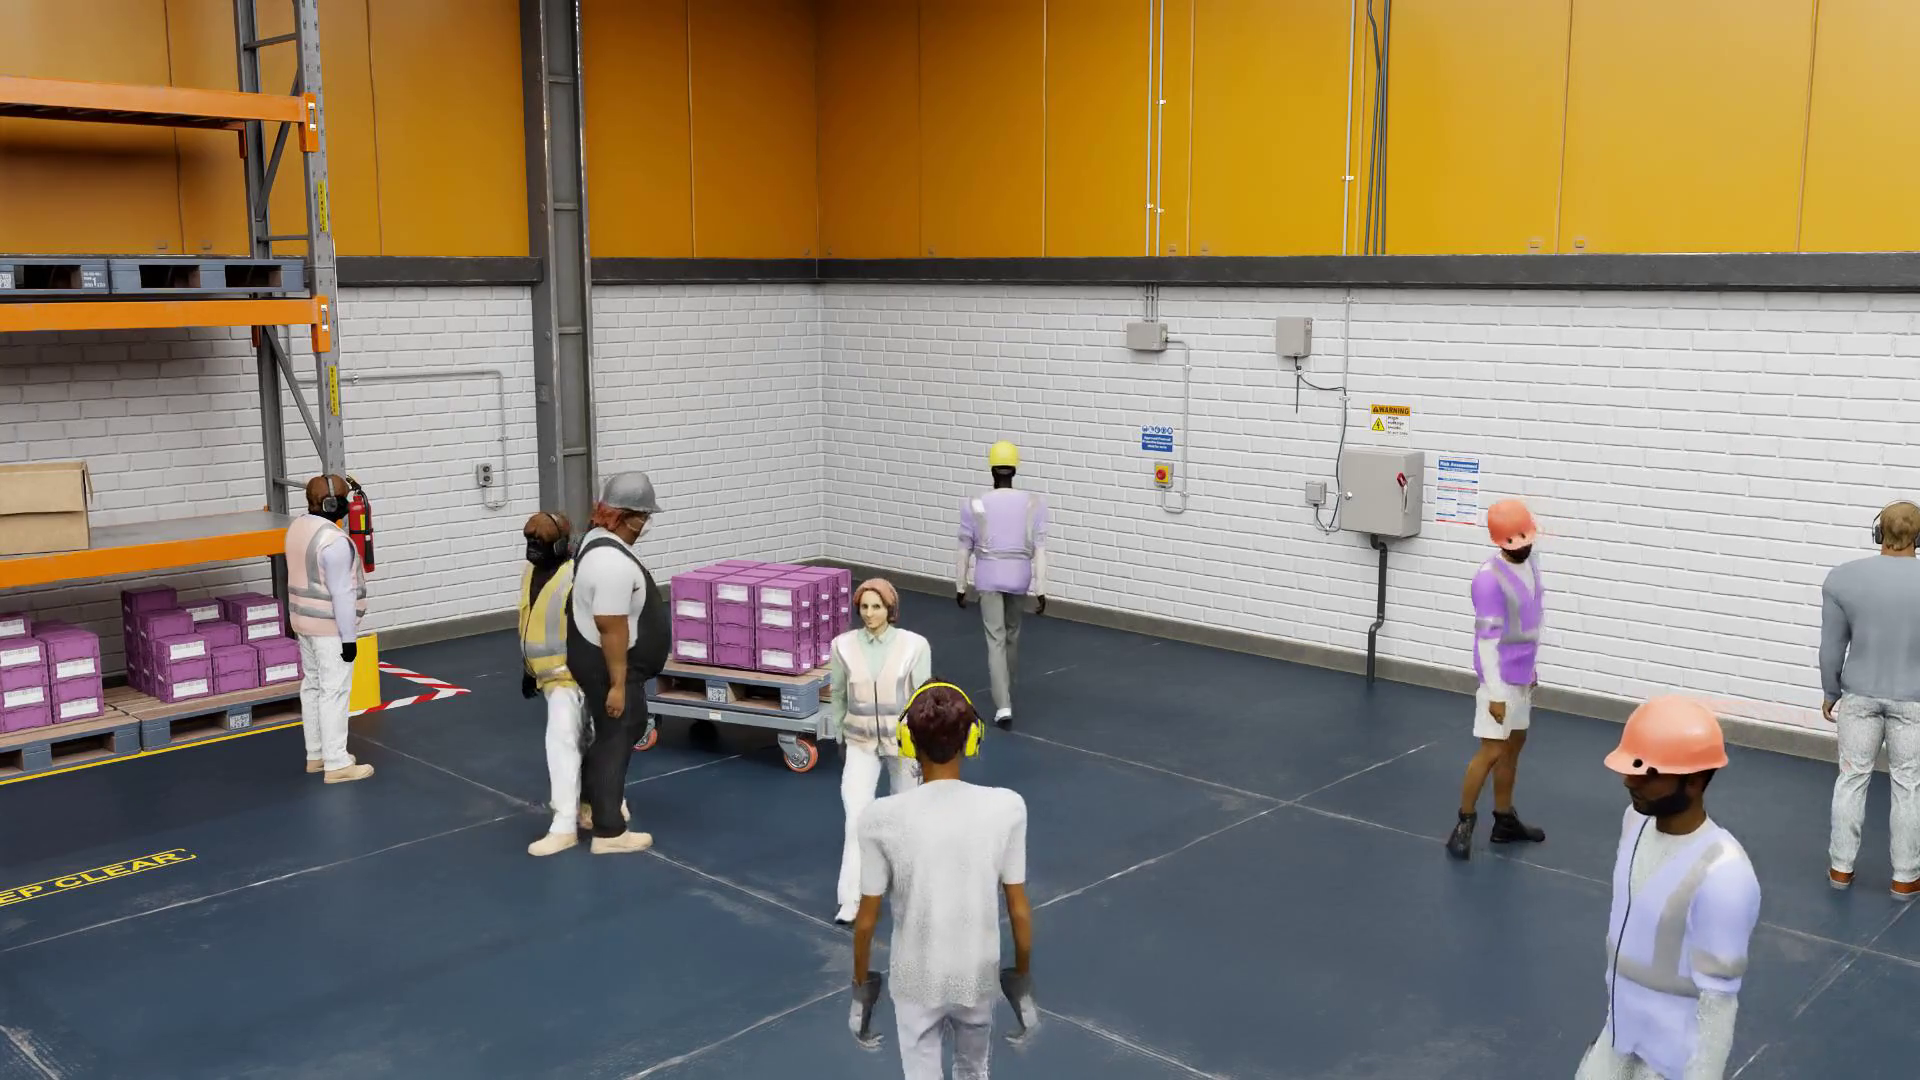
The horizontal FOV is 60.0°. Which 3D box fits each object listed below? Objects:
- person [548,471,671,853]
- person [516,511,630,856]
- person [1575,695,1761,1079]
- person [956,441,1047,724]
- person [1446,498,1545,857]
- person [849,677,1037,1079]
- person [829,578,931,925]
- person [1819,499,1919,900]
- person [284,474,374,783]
[{"bbox_3d":[-1.787,0.624,8.602,0.586,2.000,0.717,-3,10,-18],"label":"person"},{"bbox_3d":[-2.021,0.719,8.788,0.683,1.807,0.645,-7,12,-37],"label":"person"},{"bbox_3d":[1.906,1.348,4.491,0.456,1.925,0.553,-1,9,-5],"label":"person"},{"bbox_3d":[0.284,0.272,11.255,0.602,1.885,0.971,-1,9,-8],"label":"person"},{"bbox_3d":[2.809,0.705,8.598,0.390,1.887,0.669,8,12,40],"label":"person"},{"bbox_3d":[-0.063,1.312,4.934,0.551,1.857,0.493,-2,9,-12],"label":"person"},{"bbox_3d":[-0.371,0.967,7.839,0.510,1.594,0.875,1,9,7],"label":"person"},{"bbox_3d":[4.482,0.767,8.037,0.632,1.940,0.372,7,11,36],"label":"person"},{"bbox_3d":[-3.740,0.521,9.887,0.619,1.836,0.431,9,13,44],"label":"person"}]
